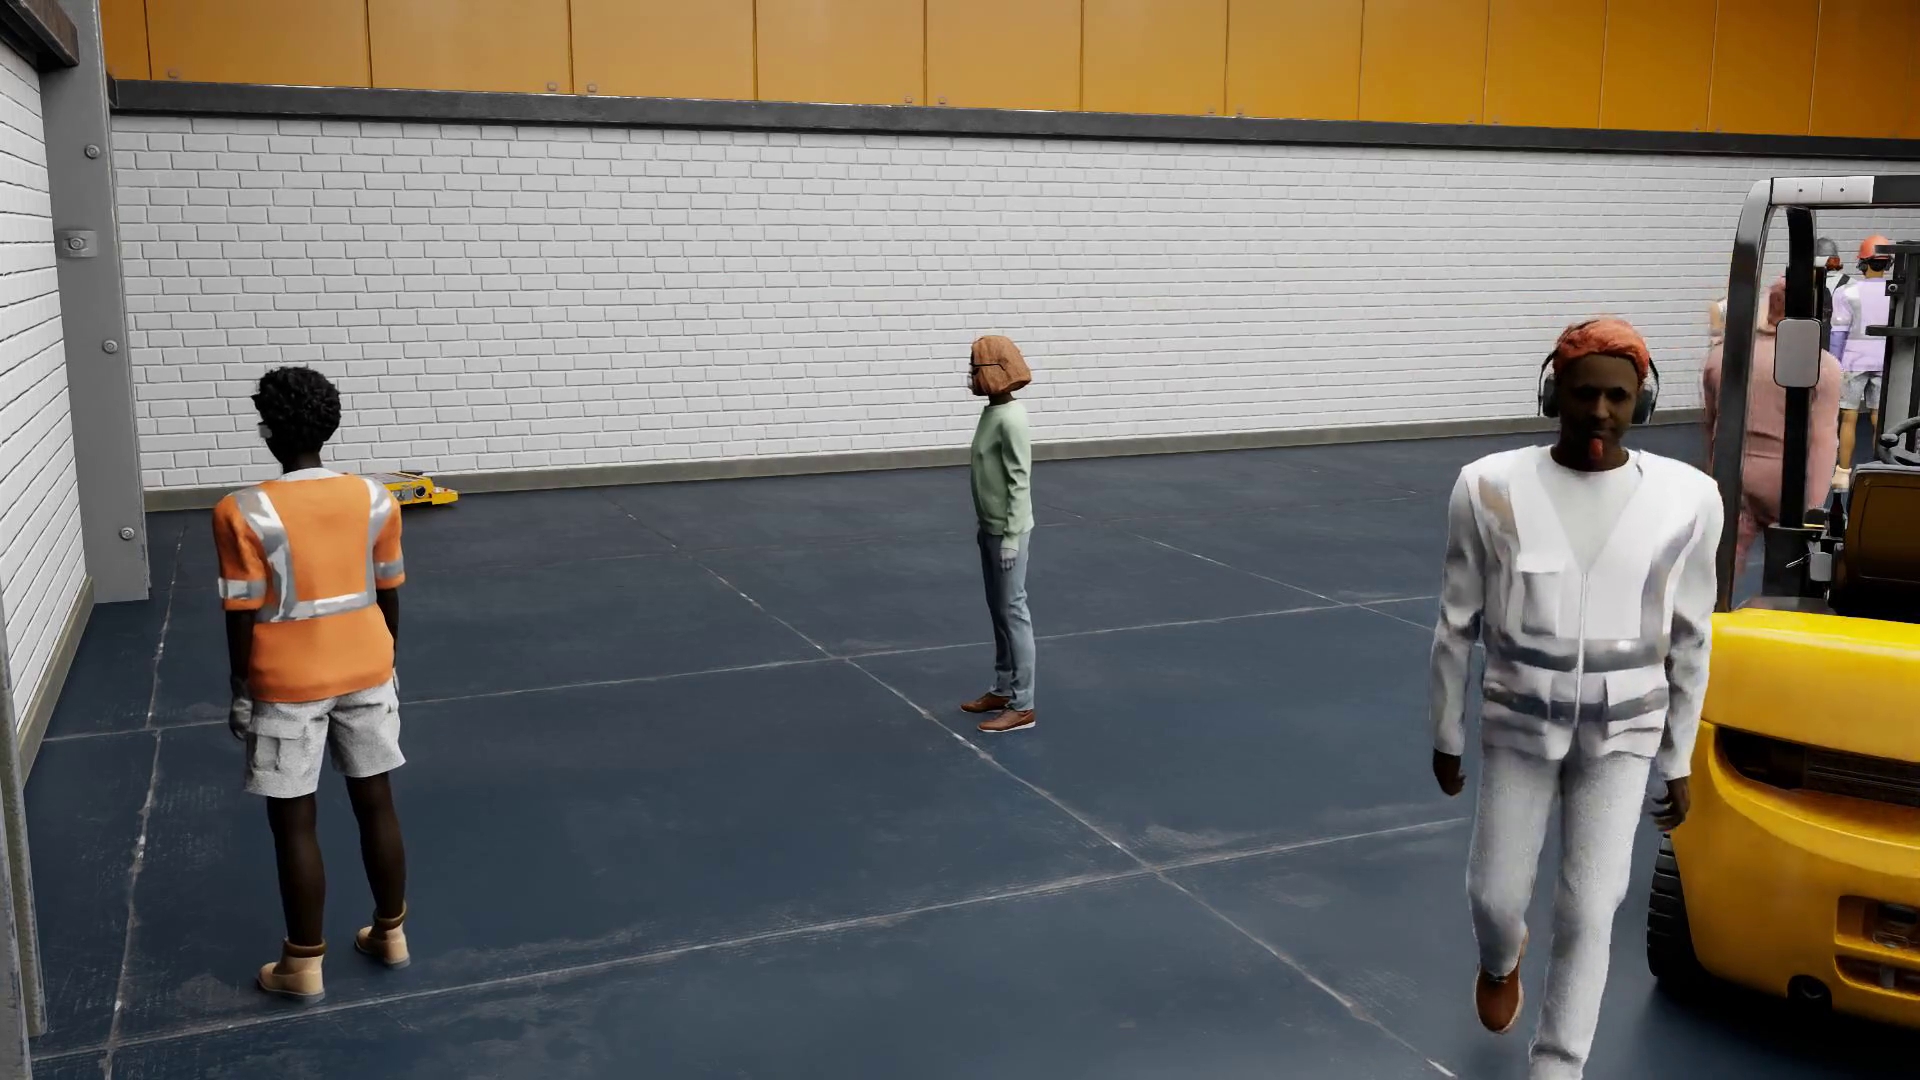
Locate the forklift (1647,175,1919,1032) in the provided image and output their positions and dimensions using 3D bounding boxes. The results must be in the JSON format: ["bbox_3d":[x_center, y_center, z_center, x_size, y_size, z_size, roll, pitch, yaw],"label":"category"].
[{"bbox_3d":[2.810,0.094,4.662,1.214,2.155,2.313,7,12,34],"label":"forklift"}]

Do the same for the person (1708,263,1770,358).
[{"bbox_3d":[6.733,-1.498,14.314,0.605,1.892,0.864,2,10,11],"label":"person"}]

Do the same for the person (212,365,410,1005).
[{"bbox_3d":[-1.722,0.379,4.483,0.320,1.689,0.525,8,13,37],"label":"person"}]

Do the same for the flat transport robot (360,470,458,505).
[{"bbox_3d":[-4.546,-0.338,12.346,0.652,0.197,1.431,10,14,43],"label":"flat transport robot"}]

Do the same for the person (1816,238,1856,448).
[{"bbox_3d":[7.659,-1.690,14.918,0.681,2.000,0.538,0,10,2],"label":"person"}]

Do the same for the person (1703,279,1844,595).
[{"bbox_3d":[3.642,-0.243,7.452,0.956,1.852,0.649,-8,13,-38],"label":"person"}]

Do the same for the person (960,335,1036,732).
[{"bbox_3d":[0.163,-0.027,6.869,0.270,1.632,0.504,-2,10,-11],"label":"person"}]

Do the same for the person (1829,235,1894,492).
[{"bbox_3d":[7.228,-1.396,13.277,0.607,2.048,0.369,1,10,7],"label":"person"}]

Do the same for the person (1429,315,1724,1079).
[{"bbox_3d":[1.358,0.422,3.758,0.583,1.865,0.658,3,11,16],"label":"person"}]
